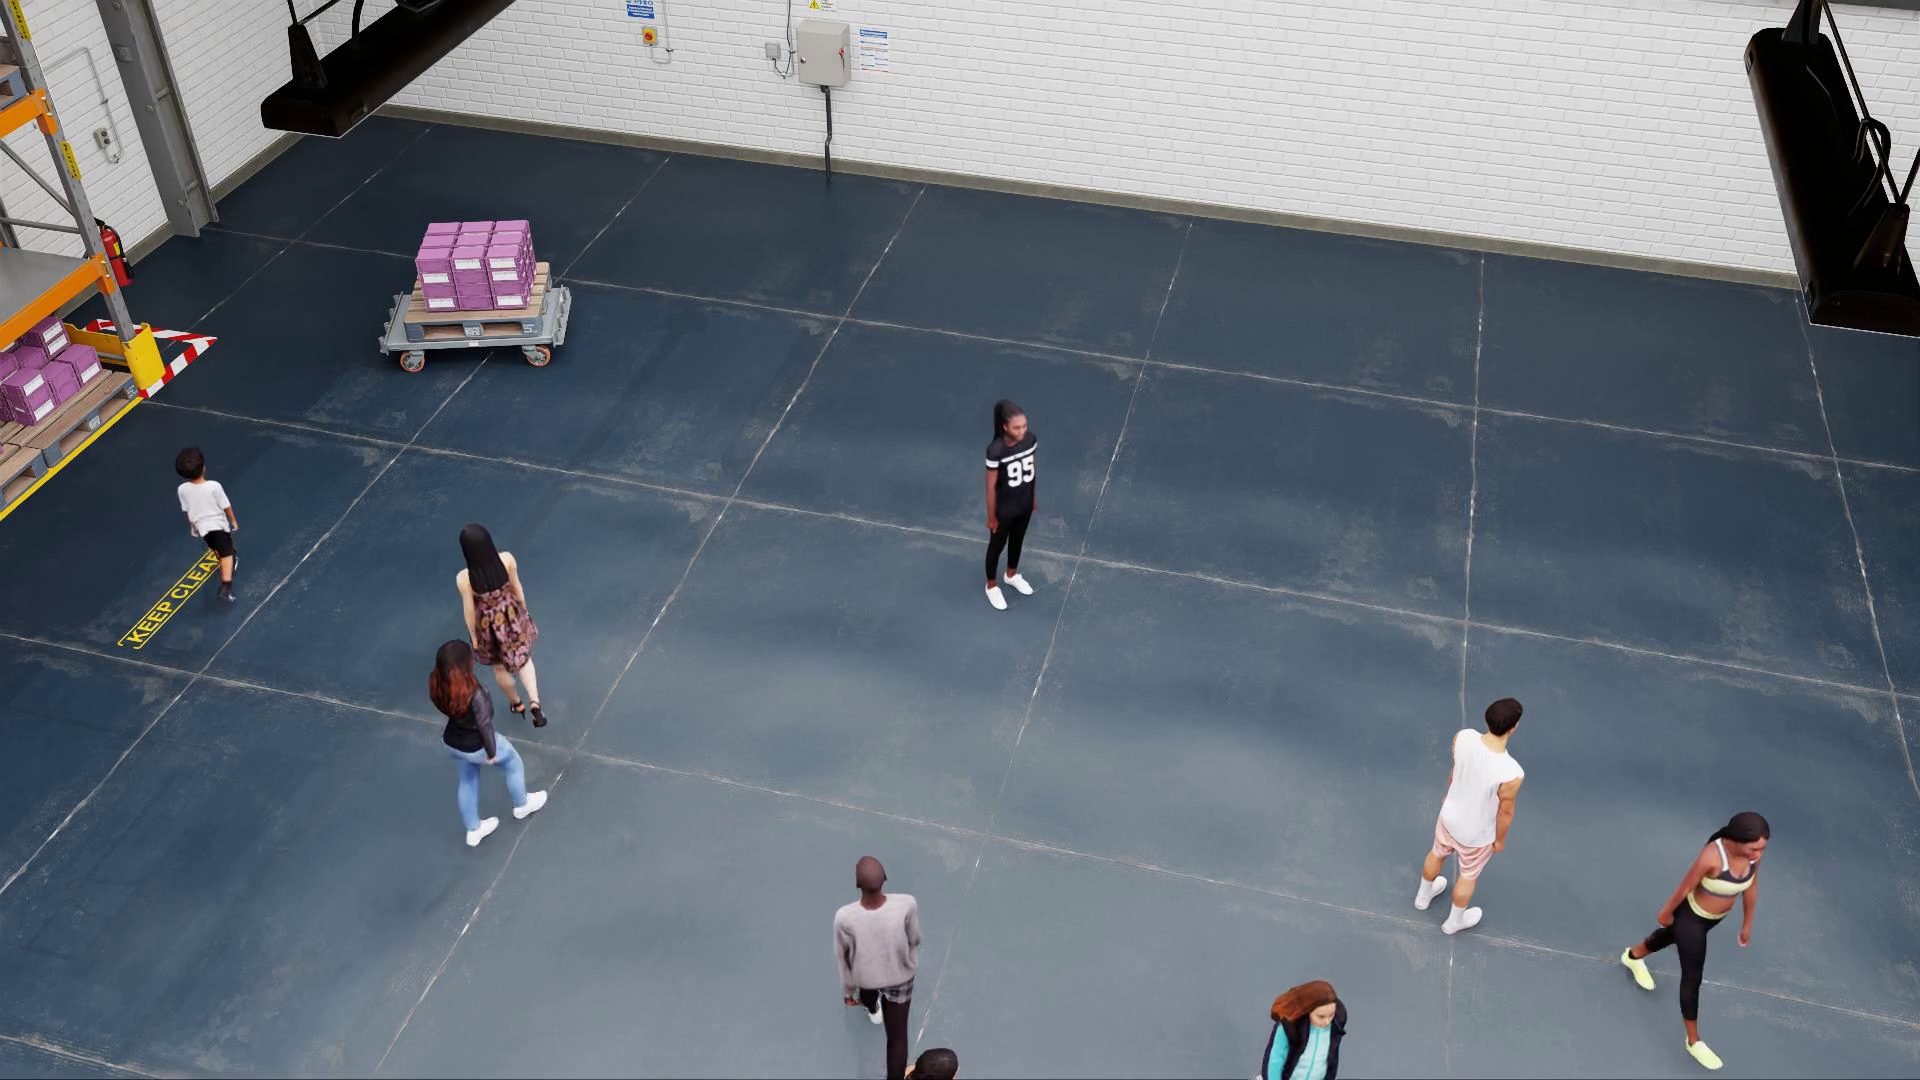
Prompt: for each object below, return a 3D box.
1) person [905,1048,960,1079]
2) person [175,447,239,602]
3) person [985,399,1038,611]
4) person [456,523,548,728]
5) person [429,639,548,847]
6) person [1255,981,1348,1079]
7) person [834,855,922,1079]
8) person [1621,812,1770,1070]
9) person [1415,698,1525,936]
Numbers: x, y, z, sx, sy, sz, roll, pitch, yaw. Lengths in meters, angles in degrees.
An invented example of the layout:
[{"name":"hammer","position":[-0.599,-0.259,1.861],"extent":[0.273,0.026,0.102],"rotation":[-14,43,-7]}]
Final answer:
[{"name":"person","position":[-0.218,3.089,8.099],"extent":[0.996,1.796,0.931],"rotation":[-22,44,-25]},{"name":"person","position":[-5.663,-0.101,12.539],"extent":[0.699,1.240,0.914],"rotation":[-5,39,-6]},{"name":"person","position":[0.377,-0.277,12.367],"extent":[0.672,1.730,0.762],"rotation":[-27,46,-30]},{"name":"person","position":[-3.057,0.634,11.198],"extent":[0.909,1.766,0.945],"rotation":[-25,45,-28]},{"name":"person","position":[-3.120,1.317,10.461],"extent":[0.736,1.617,0.867],"rotation":[18,42,21]},{"name":"person","position":[1.737,2.751,8.788],"extent":[0.855,1.464,1.085],"rotation":[-7,39,-9]},{"name":"person","position":[-0.407,2.429,8.983],"extent":[0.933,1.723,1.265],"rotation":[-4,39,-5]},{"name":"person","position":[4.146,2.071,9.450],"extent":[0.998,1.702,1.182],"rotation":[-11,40,-13]},{"name":"person","position":[3.037,1.647,9.916],"extent":[0.764,1.782,0.716],"rotation":[-23,44,-26]}]
